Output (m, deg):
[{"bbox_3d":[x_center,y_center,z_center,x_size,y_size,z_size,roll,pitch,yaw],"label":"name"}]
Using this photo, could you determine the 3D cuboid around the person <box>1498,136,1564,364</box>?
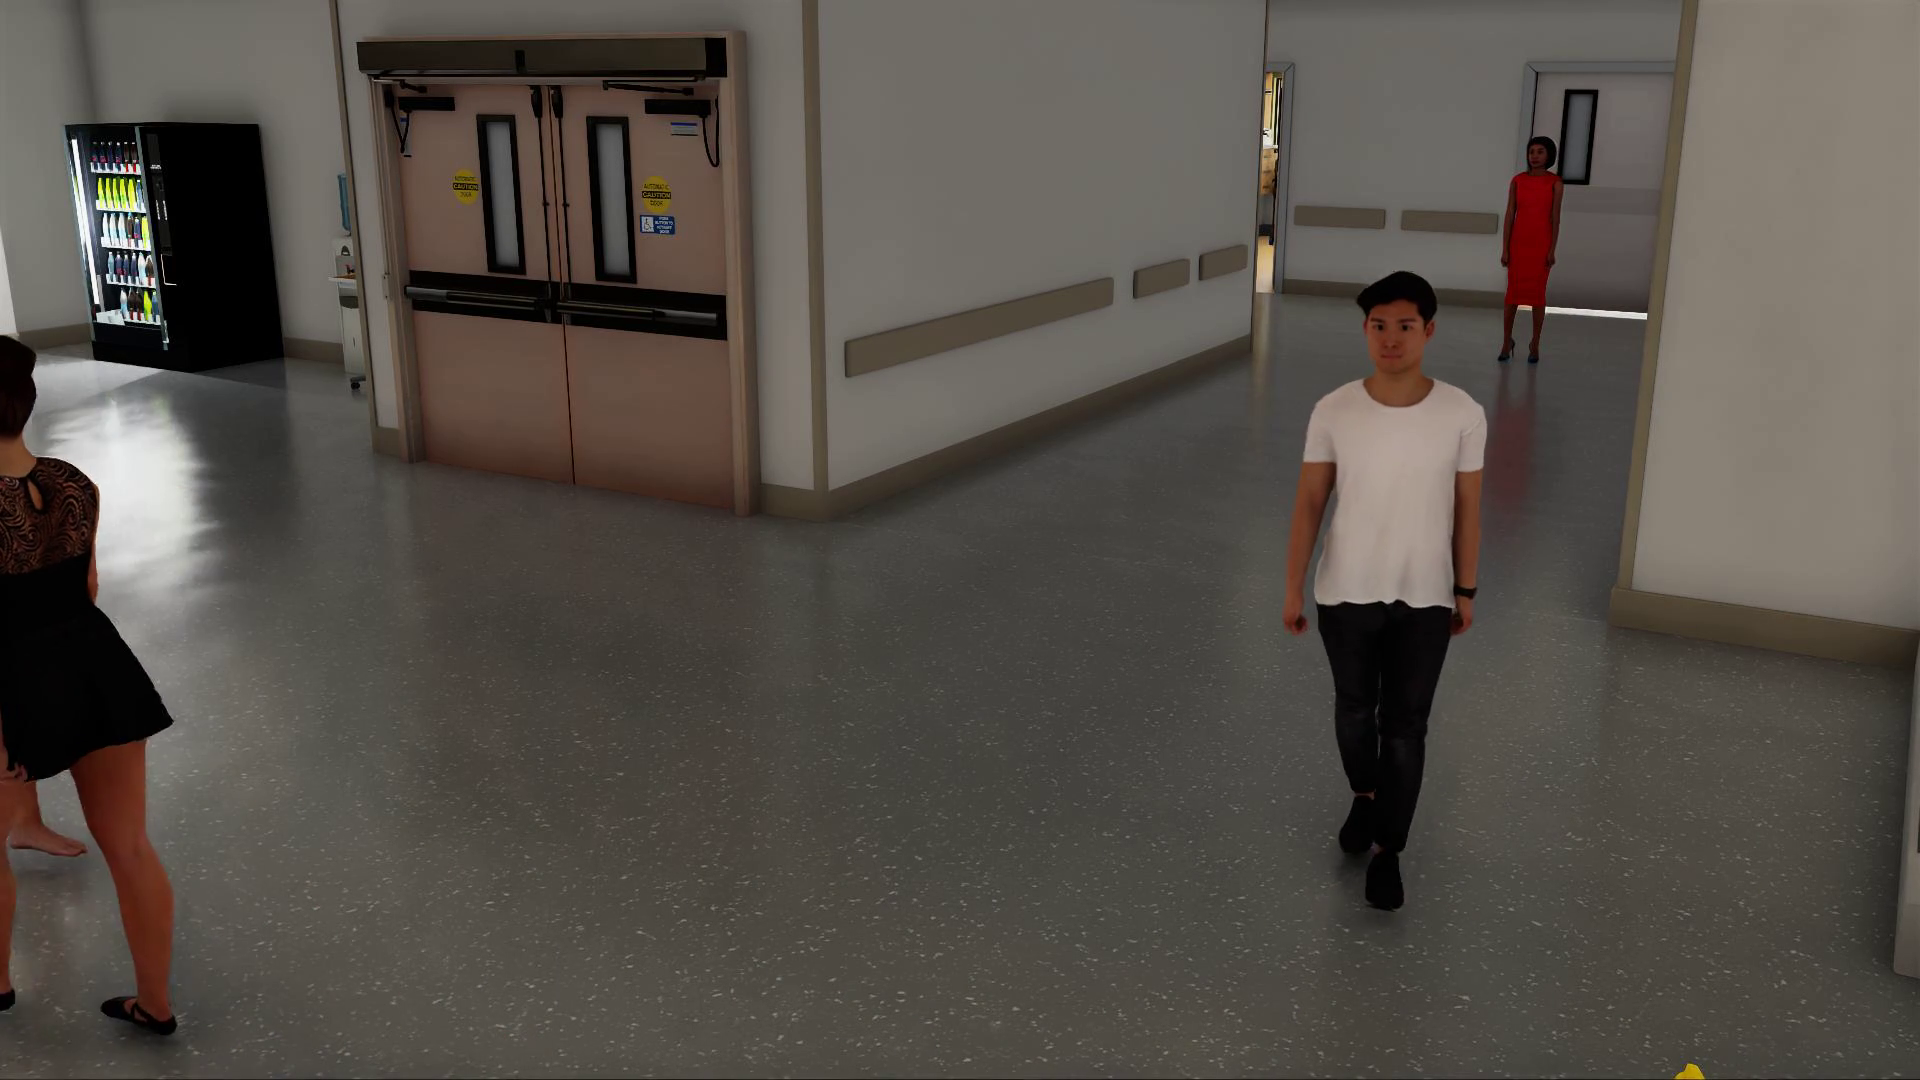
[{"bbox_3d":[4.487,-2.282,13.080,0.437,1.744,0.629,8,18,26],"label":"person"}]

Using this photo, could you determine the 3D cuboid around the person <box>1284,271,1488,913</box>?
[{"bbox_3d":[1.203,0.104,4.645,0.893,1.696,0.789,6,17,21],"label":"person"}]

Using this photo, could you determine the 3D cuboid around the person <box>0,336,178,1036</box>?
[{"bbox_3d":[-2.005,0.385,3.779,0.854,1.657,0.581,9,18,28],"label":"person"}]
